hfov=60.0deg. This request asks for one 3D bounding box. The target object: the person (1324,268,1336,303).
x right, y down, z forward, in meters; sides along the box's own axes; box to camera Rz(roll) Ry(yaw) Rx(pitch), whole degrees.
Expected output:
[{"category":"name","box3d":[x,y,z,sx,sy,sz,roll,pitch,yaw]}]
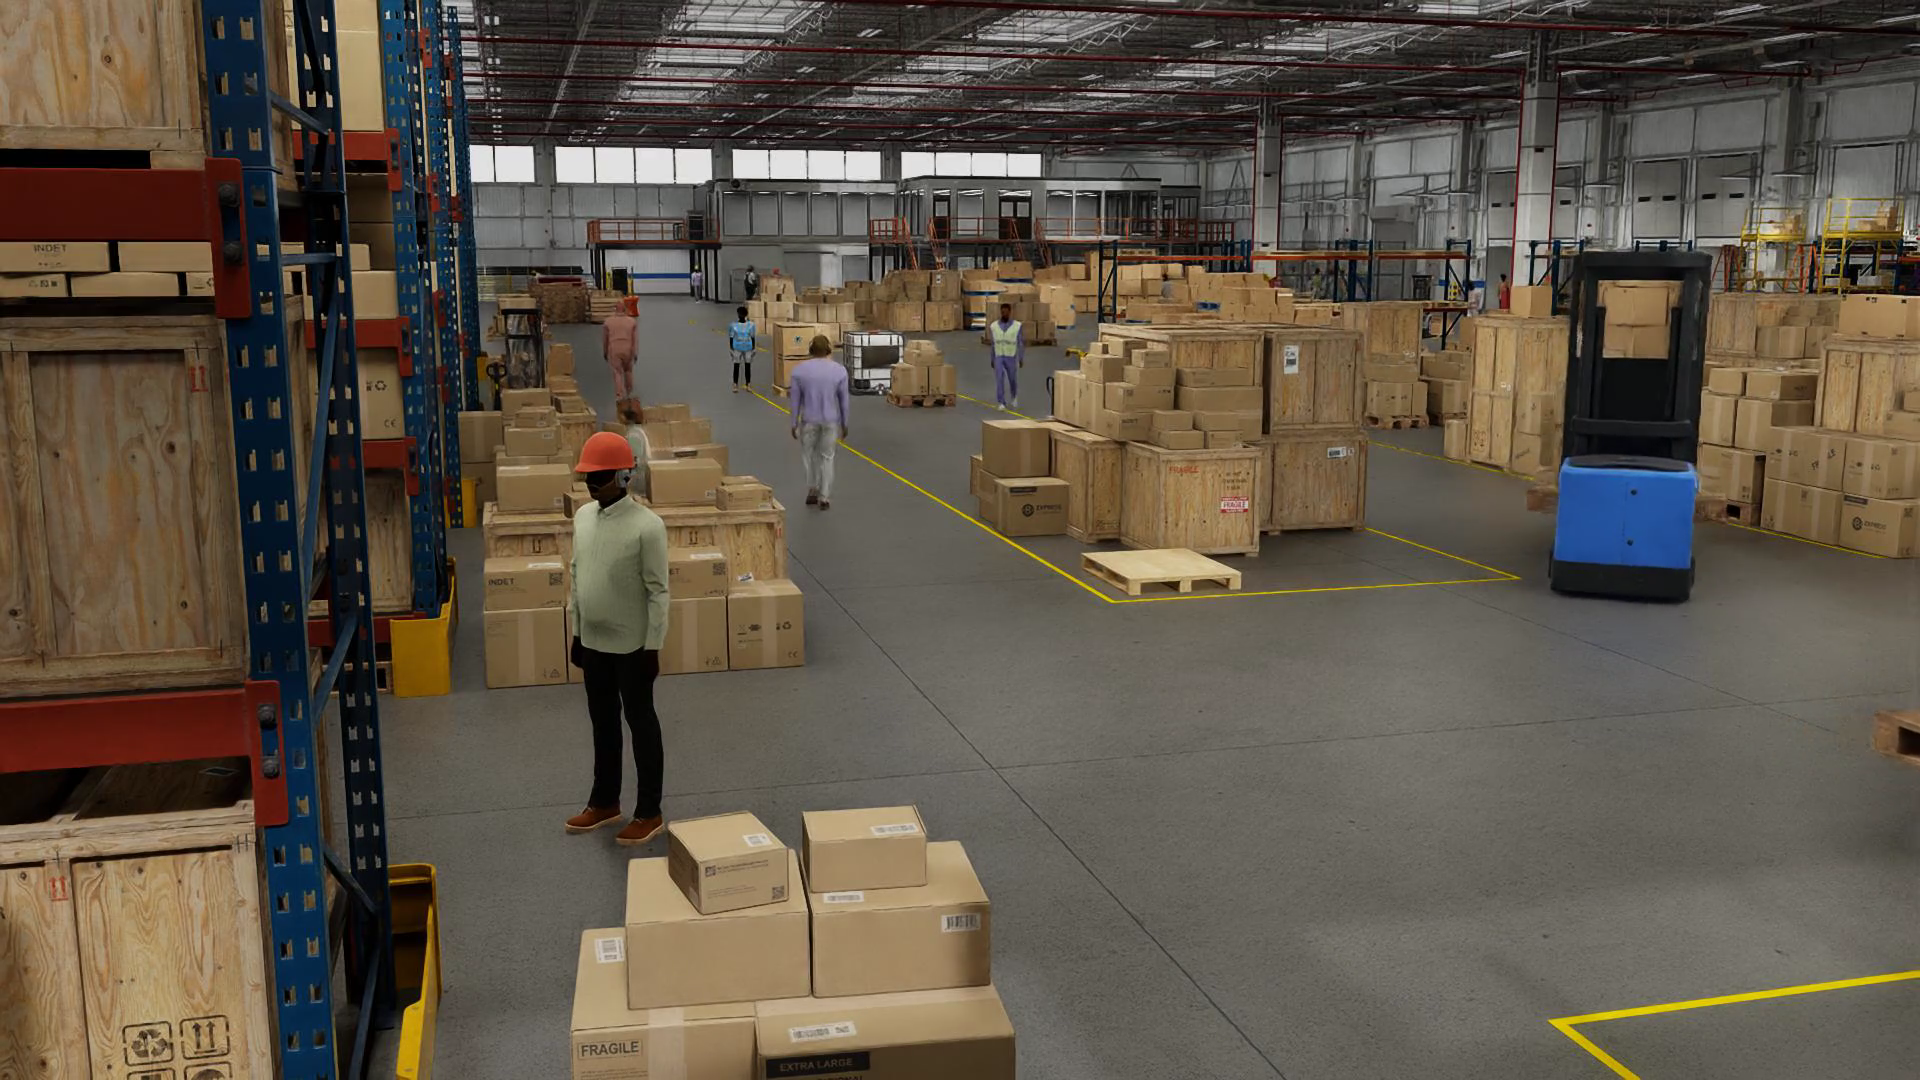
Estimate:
[{"category":"person","box3d":[17.083,-11.617,76.789,0.981,1.896,0.548,-2,10,-9]}]

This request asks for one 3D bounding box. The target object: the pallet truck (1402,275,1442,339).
[{"category":"pallet truck","box3d":[14.620,-7.324,52.145,0.823,1.965,1.885,8,13,40]}]

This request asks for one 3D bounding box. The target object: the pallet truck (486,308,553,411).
[{"category":"pallet truck","box3d":[-6.242,-2.418,24.362,0.823,1.965,1.885,1,10,3]}]

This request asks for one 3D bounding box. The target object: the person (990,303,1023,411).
[{"category":"person","box3d":[0.831,-3.246,29.357,0.600,1.896,0.778,2,10,10]}]

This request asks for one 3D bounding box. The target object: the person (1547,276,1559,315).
[{"category":"person","box3d":[18.187,-7.165,51.282,0.631,1.977,0.423,-3,10,-15]}]

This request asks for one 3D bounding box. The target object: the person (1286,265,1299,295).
[{"category":"person","box3d":[16.831,-12.950,84.174,0.615,1.932,0.594,0,10,3]}]

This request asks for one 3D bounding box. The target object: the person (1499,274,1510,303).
[{"category":"person","box3d":[23.401,-10.579,71.444,0.326,1.687,0.603,-3,10,-17]}]

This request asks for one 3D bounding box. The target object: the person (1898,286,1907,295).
[{"category":"person","box3d":[23.757,-5.483,42.089,0.385,1.884,0.582,6,11,29]}]

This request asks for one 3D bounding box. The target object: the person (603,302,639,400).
[{"category":"person","box3d":[-6.245,-3.446,30.629,0.641,1.843,1.031,-3,10,-15]}]

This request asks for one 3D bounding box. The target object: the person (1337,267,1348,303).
[{"category":"person","box3d":[17.850,-11.810,77.756,0.591,1.921,0.382,1,10,6]}]

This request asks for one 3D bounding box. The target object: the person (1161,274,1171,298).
[{"category":"person","box3d":[7.663,-9.066,62.505,0.518,1.826,0.957,-7,12,-33]}]

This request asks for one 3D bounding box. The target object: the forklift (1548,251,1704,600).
[{"category":"forklift","box3d":[5.662,-1.034,14.026,1.129,2.768,1.873,4,11,22]}]

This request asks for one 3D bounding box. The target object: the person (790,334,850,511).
[{"category":"person","box3d":[-1.531,-1.295,18.246,0.654,1.910,0.772,-1,10,-6]}]

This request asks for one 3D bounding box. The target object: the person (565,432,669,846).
[{"category":"person","box3d":[-1.661,0.470,8.020,0.608,1.995,0.376,7,12,33]}]

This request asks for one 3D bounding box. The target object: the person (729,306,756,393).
[{"category":"person","box3d":[-4.277,-3.746,32.738,0.536,1.695,0.322,-3,10,-14]}]

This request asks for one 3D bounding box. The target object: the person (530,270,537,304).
[{"category":"person","box3d":[-19.815,-11.681,77.472,0.315,1.769,0.523,-9,13,-41]}]

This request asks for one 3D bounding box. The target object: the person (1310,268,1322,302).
[{"category":"person","box3d":[17.001,-12.038,79.300,0.620,1.838,0.430,-4,11,-22]}]

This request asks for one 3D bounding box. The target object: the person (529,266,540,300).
[{"category":"person","box3d":[-21.385,-12.842,83.747,0.602,1.875,0.472,4,11,21]}]

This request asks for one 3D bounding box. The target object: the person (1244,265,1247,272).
[{"category":"person","box3d":[13.513,-12.033,78.809,0.375,1.997,0.612,0,10,0]}]

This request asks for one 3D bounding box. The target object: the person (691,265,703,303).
[{"category":"person","box3d":[-13.197,-12.835,83.592,0.624,1.901,0.704,-3,10,-14]}]

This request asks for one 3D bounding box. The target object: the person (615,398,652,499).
[{"category":"person","box3d":[-2.760,-0.370,13.808,0.559,1.619,0.550,-1,10,-7]}]

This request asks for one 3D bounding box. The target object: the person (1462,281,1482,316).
[{"category":"person","box3d":[15.987,-7.198,52.056,0.639,1.771,0.990,5,11,24]}]

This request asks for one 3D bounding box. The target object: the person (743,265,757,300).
[{"category":"person","box3d":[-9.572,-11.603,76.255,0.688,2.000,0.536,10,14,43]}]

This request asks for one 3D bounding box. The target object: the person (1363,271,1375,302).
[{"category":"person","box3d":[19.388,-11.856,78.587,0.904,1.714,0.540,8,13,37]}]

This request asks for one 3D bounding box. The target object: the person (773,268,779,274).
[{"category":"person","box3d":[-7.920,-10.735,71.630,0.542,1.938,0.358,-4,11,-21]}]
